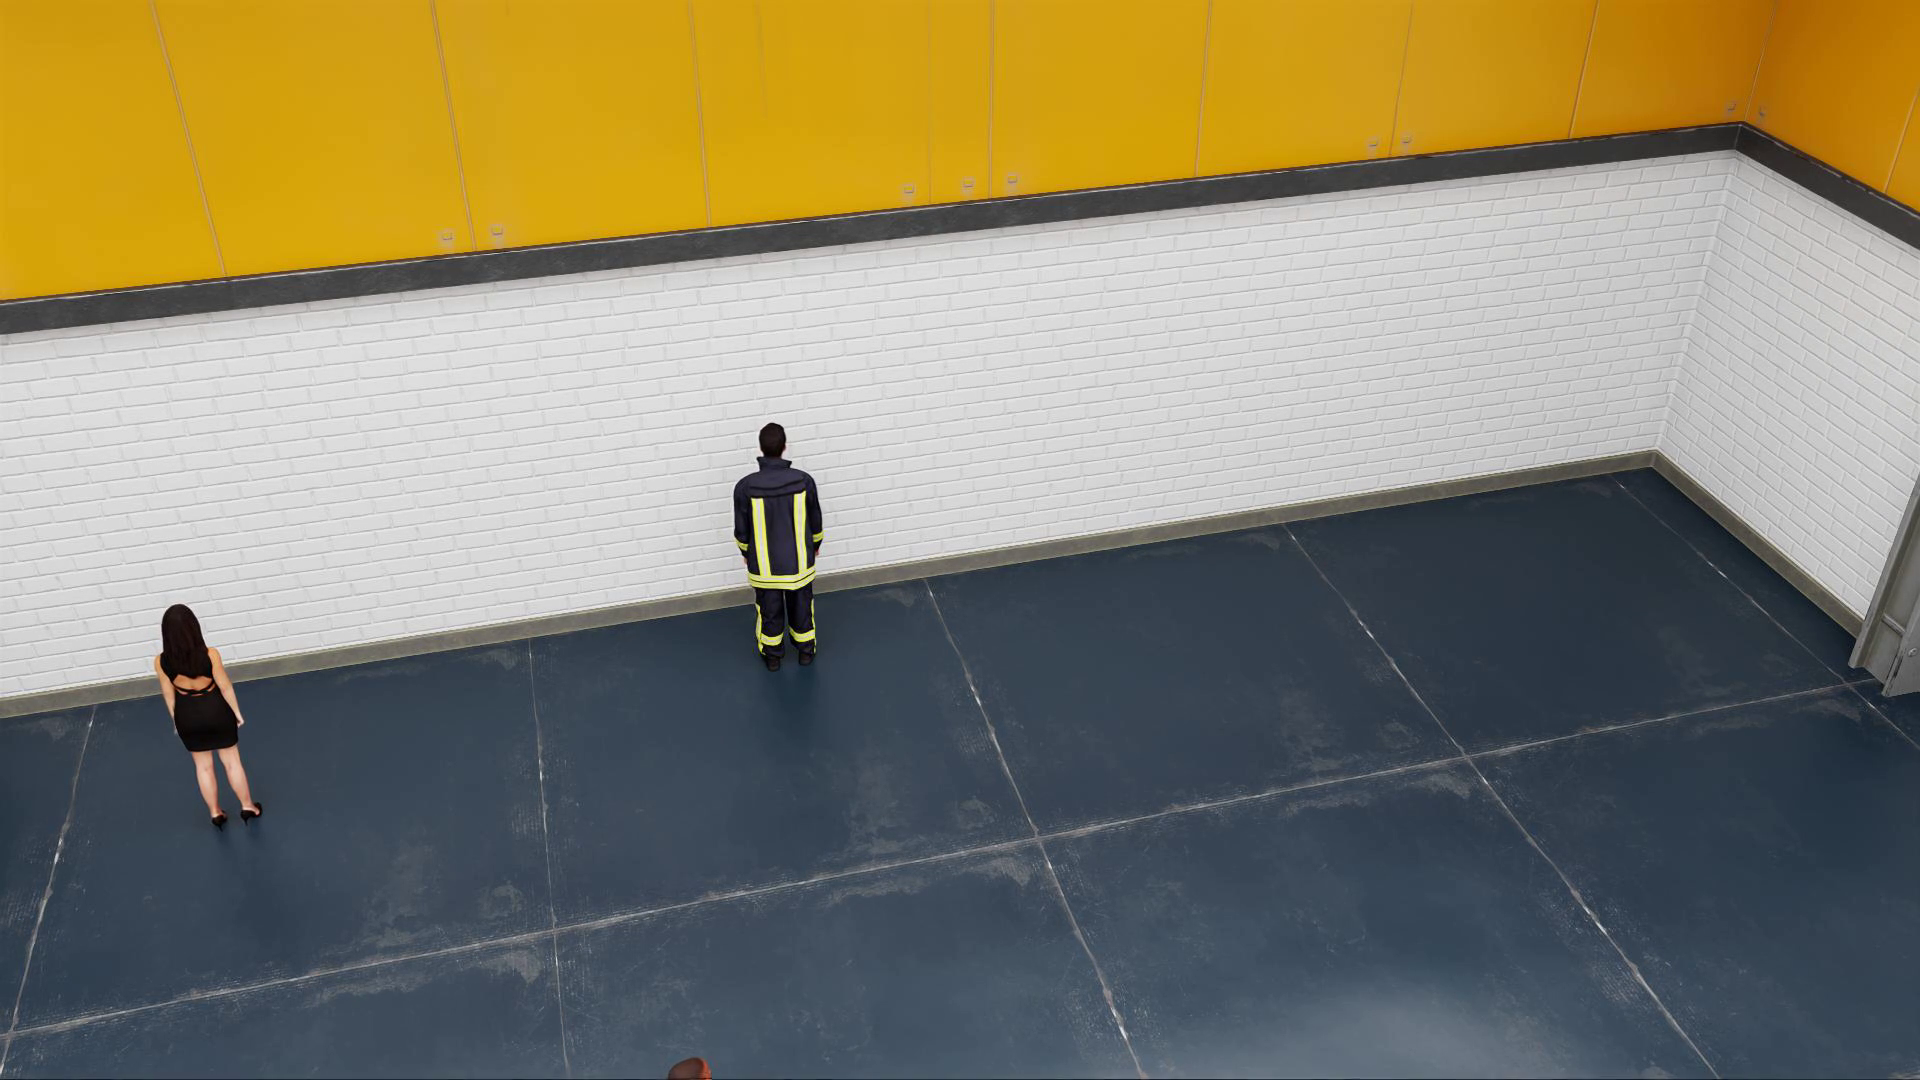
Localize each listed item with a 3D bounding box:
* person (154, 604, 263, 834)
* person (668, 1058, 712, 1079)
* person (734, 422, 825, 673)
[{"bbox_3d":[-4.610,1.104,10.165,0.550,1.646,0.476,-9,35,-13],"label":"person"},{"bbox_3d":[-1.238,2.902,7.766,0.598,1.307,0.507,-27,42,-34],"label":"person"},{"bbox_3d":[-1.240,0.060,11.481,0.773,1.928,0.643,-7,34,-11],"label":"person"}]
